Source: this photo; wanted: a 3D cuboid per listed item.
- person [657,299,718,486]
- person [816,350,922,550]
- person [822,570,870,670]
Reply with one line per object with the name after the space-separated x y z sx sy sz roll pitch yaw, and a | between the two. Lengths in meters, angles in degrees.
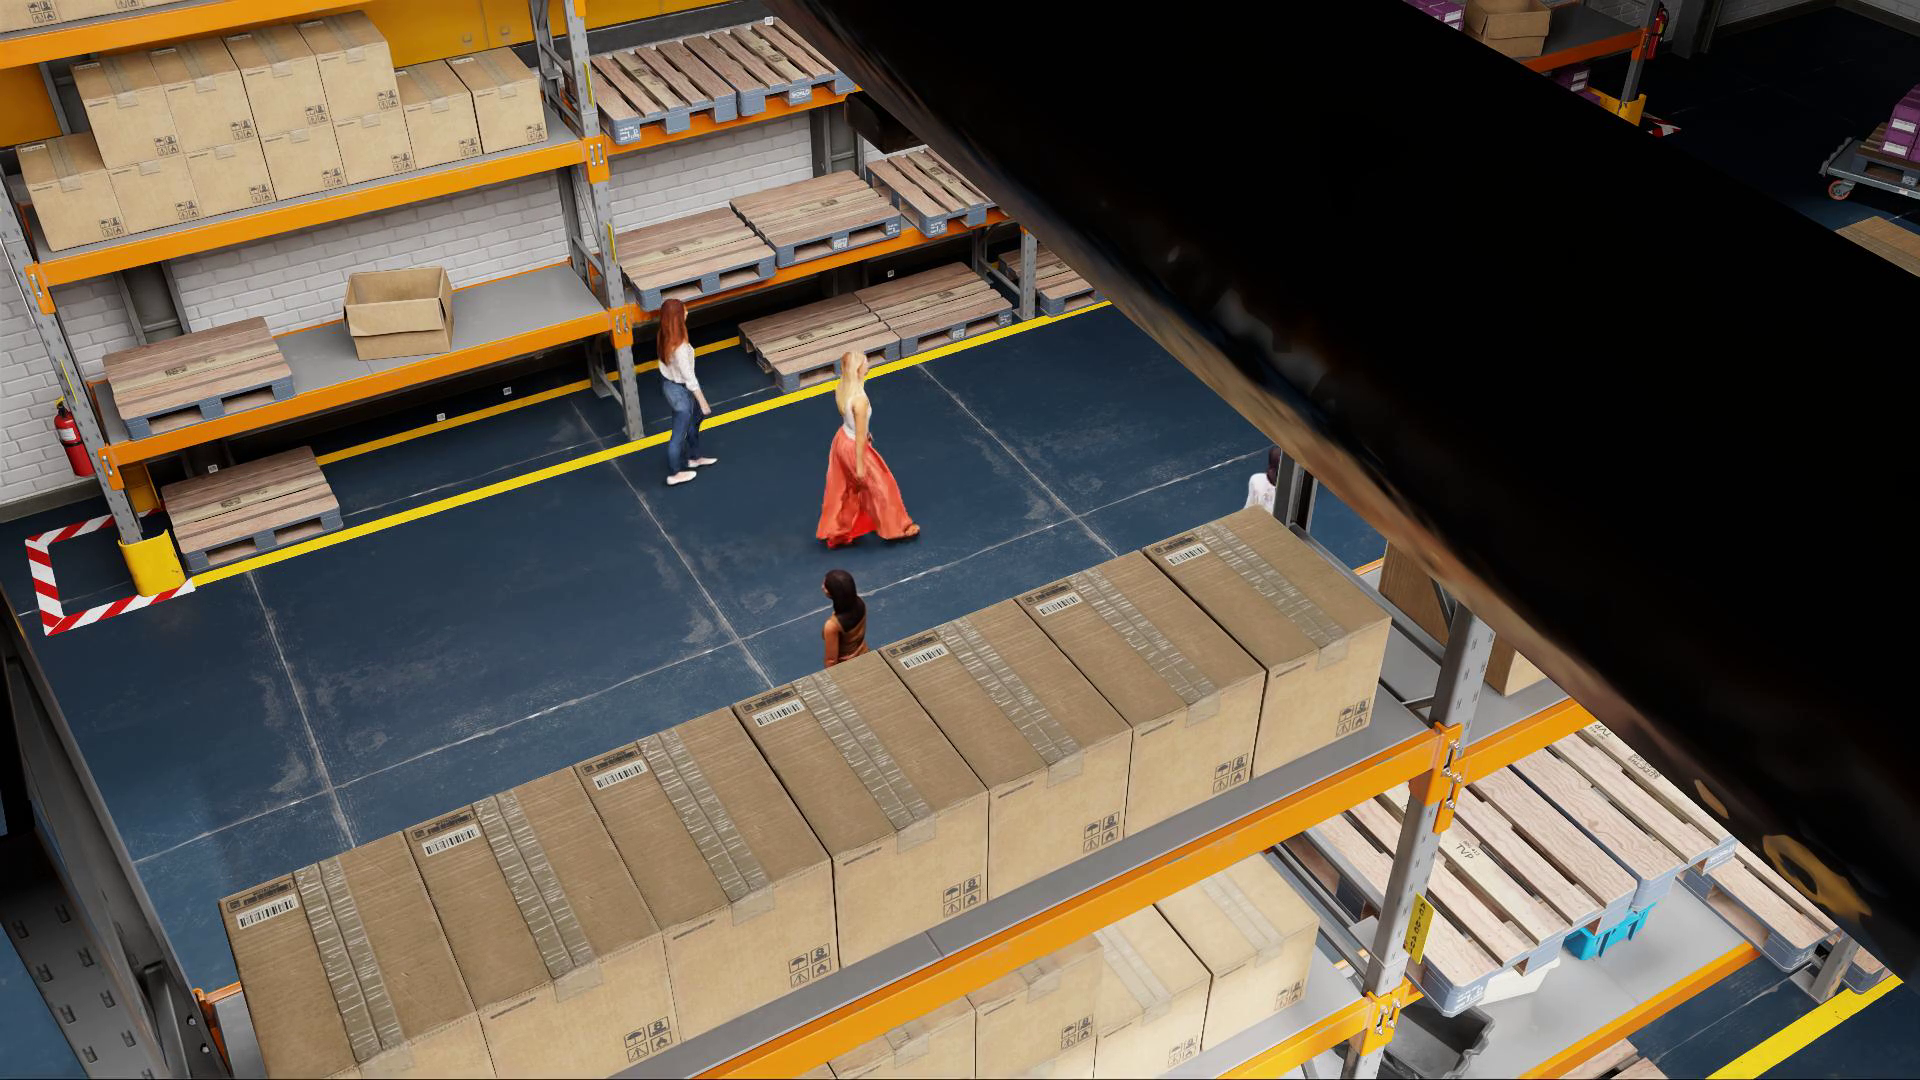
-2.350 -1.163 13.425 0.705 1.713 0.616 -18 42 -22 | person
-0.903 -0.641 12.723 1.112 1.775 0.791 -12 40 -14 | person
-0.729 0.861 10.915 0.705 1.684 0.611 18 42 21 | person
